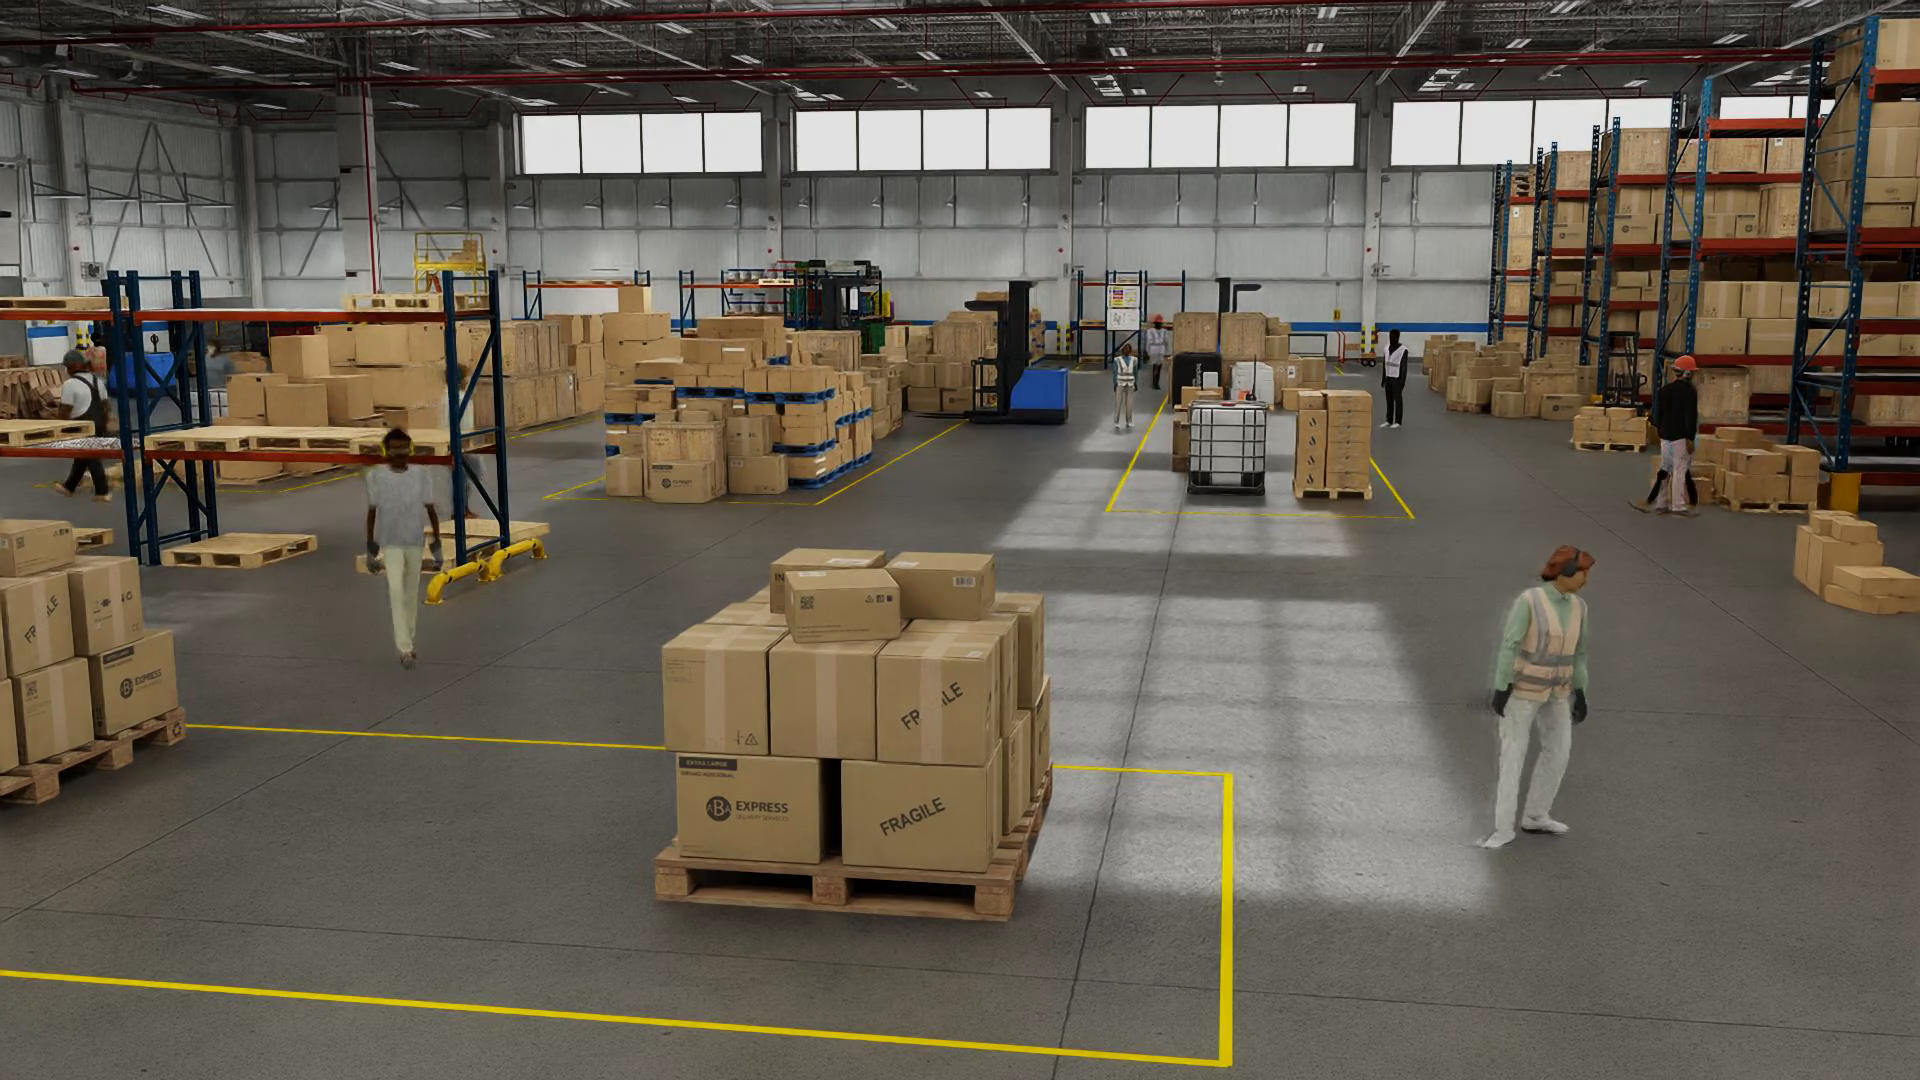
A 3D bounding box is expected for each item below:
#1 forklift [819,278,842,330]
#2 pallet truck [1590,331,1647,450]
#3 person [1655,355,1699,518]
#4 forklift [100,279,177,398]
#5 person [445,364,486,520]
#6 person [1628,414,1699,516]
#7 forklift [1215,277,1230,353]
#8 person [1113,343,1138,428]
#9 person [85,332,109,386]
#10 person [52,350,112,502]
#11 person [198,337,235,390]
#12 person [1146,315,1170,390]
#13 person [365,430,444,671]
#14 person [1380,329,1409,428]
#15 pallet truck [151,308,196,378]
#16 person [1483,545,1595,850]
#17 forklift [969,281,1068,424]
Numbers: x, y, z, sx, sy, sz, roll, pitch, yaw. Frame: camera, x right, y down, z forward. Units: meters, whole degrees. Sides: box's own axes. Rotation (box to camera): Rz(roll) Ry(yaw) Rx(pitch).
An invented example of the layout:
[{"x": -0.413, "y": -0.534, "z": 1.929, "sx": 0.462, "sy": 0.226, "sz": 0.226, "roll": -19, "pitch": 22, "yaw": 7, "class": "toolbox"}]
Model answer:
[{"x": -3.270, "y": -5.243, "z": 42.251, "sx": 1.873, "sy": 2.768, "sz": 1.129, "roll": 1, "pitch": 9, "yaw": 9, "class": "forklift"}, {"x": 11.253, "y": -2.573, "z": 28.499, "sx": 0.823, "sy": 1.965, "sz": 1.885, "roll": 5, "pitch": 10, "yaw": 27, "class": "pallet truck"}, {"x": 8.841, "y": -1.272, "z": 20.478, "sx": 0.393, "sy": 1.995, "sz": 0.612, "roll": -3, "pitch": 10, "yaw": -17, "class": "person"}, {"x": -19.606, "y": -4.720, "z": 39.027, "sx": 1.873, "sy": 2.768, "sz": 1.129, "roll": 1, "pitch": 9, "yaw": 9, "class": "forklift"}, {"x": -5.964, "y": -1.155, "z": 19.983, "sx": 0.454, "sy": 1.920, "sz": 0.630, "roll": -1, "pitch": 9, "yaw": -4, "class": "person"}, {"x": 8.802, "y": -1.130, "z": 20.631, "sx": 0.827, "sy": 1.651, "sz": 0.546, "roll": 6, "pitch": 11, "yaw": 34, "class": "person"}, {"x": 7.658, "y": -6.238, "z": 48.389, "sx": 1.873, "sy": 2.768, "sz": 1.129, "roll": 1, "pitch": 9, "yaw": 9, "class": "forklift"}, {"x": 3.200, "y": -2.991, "z": 32.174, "sx": 0.515, "sy": 1.641, "sz": 0.314, "roll": -2, "pitch": 9, "yaw": -13, "class": "person"}, {"x": -18.695, "y": -3.652, "z": 36.079, "sx": 0.317, "sy": 1.695, "sz": 0.540, "roll": 2, "pitch": 9, "yaw": 14, "class": "person"}, {"x": -11.605, "y": -1.508, "z": 21.794, "sx": 1.008, "sy": 2.000, "sz": 0.706, "roll": 1, "pitch": 9, "yaw": 8, "class": "person"}, {"x": -12.553, "y": -2.483, "z": 28.169, "sx": 0.642, "sy": 1.926, "sz": 0.646, "roll": 2, "pitch": 9, "yaw": 10, "class": "person"}, {"x": 5.051, "y": -4.758, "z": 42.235, "sx": 0.562, "sy": 1.913, "sz": 0.669, "roll": -3, "pitch": 10, "yaw": -18, "class": "person"}, {"x": -4.226, "y": 0.076, "z": 12.689, "sx": 0.555, "sy": 1.822, "sz": 0.941, "roll": -5, "pitch": 10, "yaw": -27, "class": "person"}, {"x": 8.388, "y": -3.110, "z": 32.088, "sx": 0.397, "sy": 1.911, "sz": 0.587, "roll": -5, "pitch": 11, "yaw": -30, "class": "person"}, {"x": -21.869, "y": -5.598, "z": 47.154, "sx": 0.823, "sy": 1.965, "sz": 1.885, "roll": 4, "pitch": 10, "yaw": 26, "class": "pallet truck"}, {"x": 3.014, "y": 0.828, "z": 8.726, "sx": 0.620, "sy": 1.608, "sz": 0.326, "roll": -4, "pitch": 10, "yaw": -24, "class": "person"}, {"x": 1.194, "y": -3.753, "z": 33.059, "sx": 1.873, "sy": 2.768, "sz": 1.129, "roll": 1, "pitch": 9, "yaw": 9, "class": "forklift"}]
